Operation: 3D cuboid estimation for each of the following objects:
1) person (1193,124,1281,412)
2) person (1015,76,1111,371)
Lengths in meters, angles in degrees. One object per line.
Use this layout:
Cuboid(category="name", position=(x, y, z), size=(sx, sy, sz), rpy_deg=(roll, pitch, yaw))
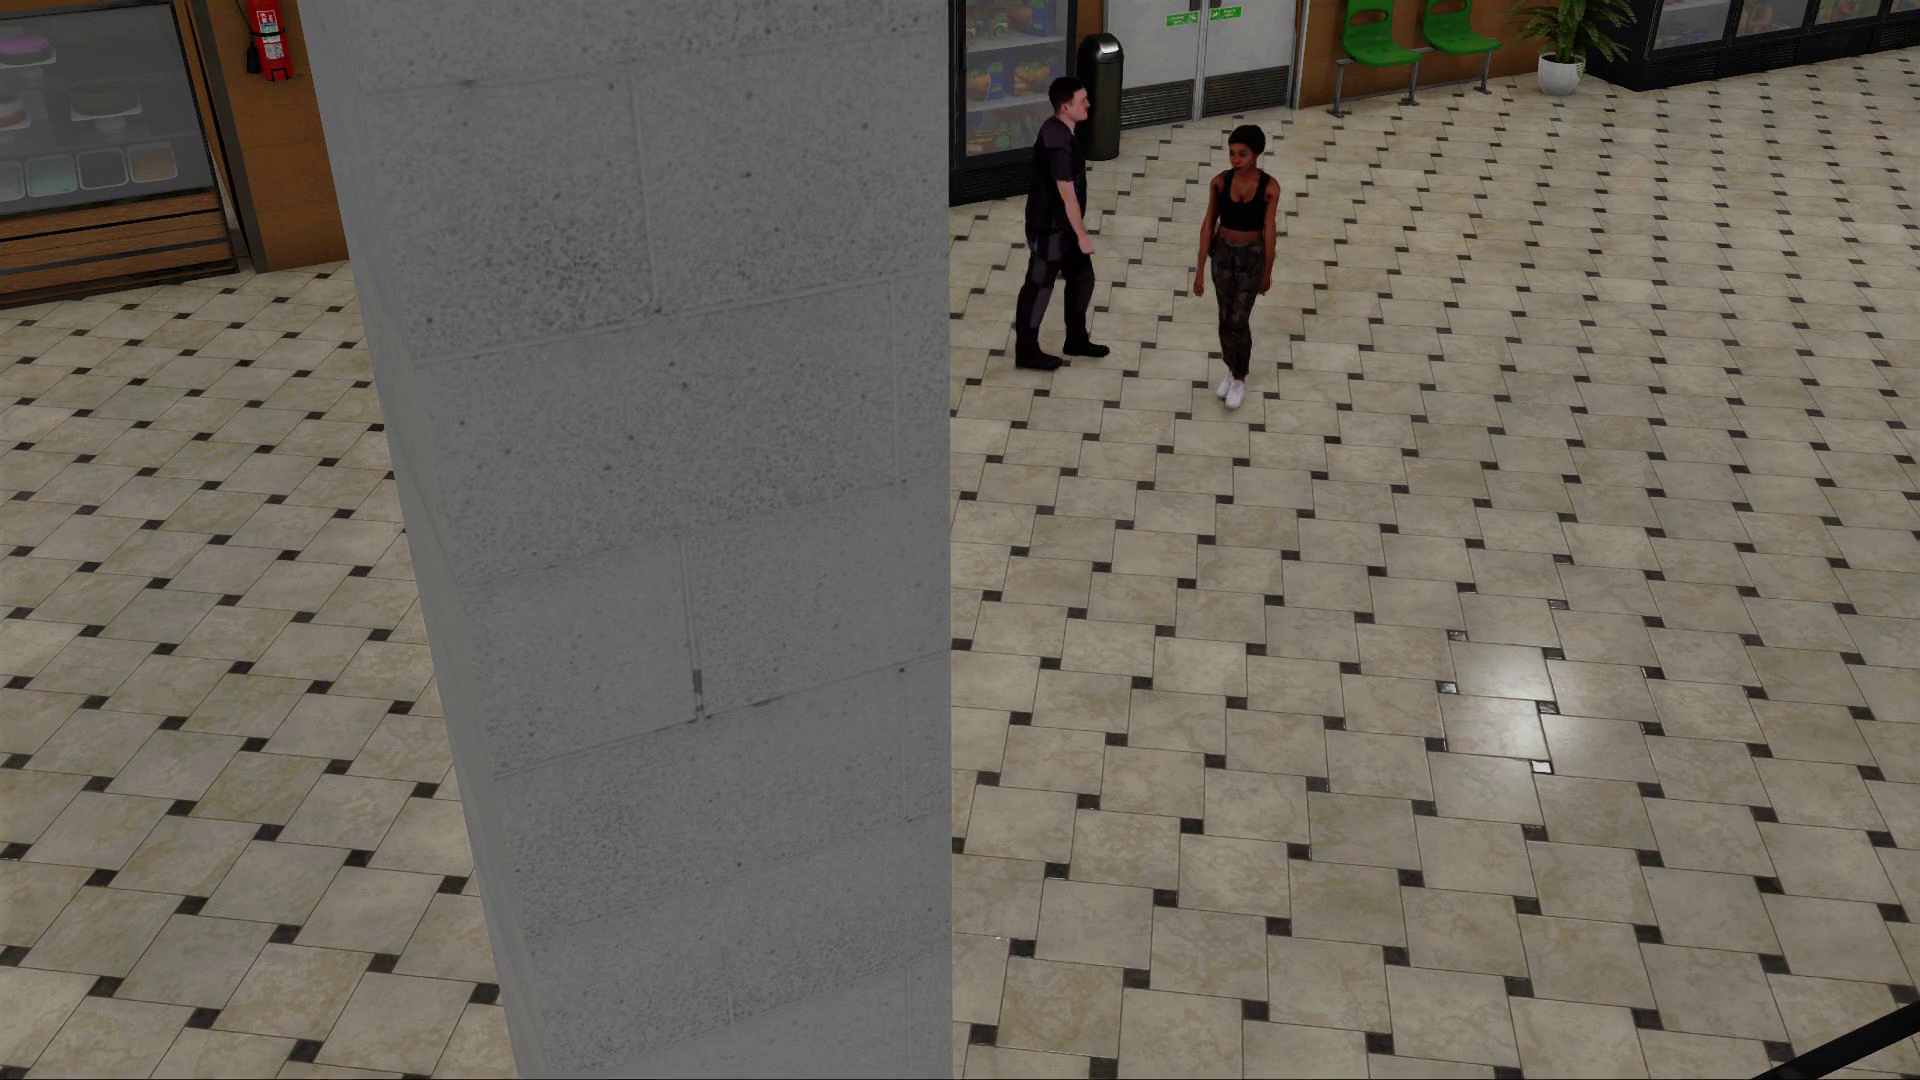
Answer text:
Cuboid(category="person", position=(1.650, -1.633, 9.745), size=(0.731, 1.684, 0.789), rpy_deg=(15, 35, 23))
Cuboid(category="person", position=(0.477, -1.875, 9.996), size=(0.979, 1.829, 0.924), rpy_deg=(7, 32, 10))
